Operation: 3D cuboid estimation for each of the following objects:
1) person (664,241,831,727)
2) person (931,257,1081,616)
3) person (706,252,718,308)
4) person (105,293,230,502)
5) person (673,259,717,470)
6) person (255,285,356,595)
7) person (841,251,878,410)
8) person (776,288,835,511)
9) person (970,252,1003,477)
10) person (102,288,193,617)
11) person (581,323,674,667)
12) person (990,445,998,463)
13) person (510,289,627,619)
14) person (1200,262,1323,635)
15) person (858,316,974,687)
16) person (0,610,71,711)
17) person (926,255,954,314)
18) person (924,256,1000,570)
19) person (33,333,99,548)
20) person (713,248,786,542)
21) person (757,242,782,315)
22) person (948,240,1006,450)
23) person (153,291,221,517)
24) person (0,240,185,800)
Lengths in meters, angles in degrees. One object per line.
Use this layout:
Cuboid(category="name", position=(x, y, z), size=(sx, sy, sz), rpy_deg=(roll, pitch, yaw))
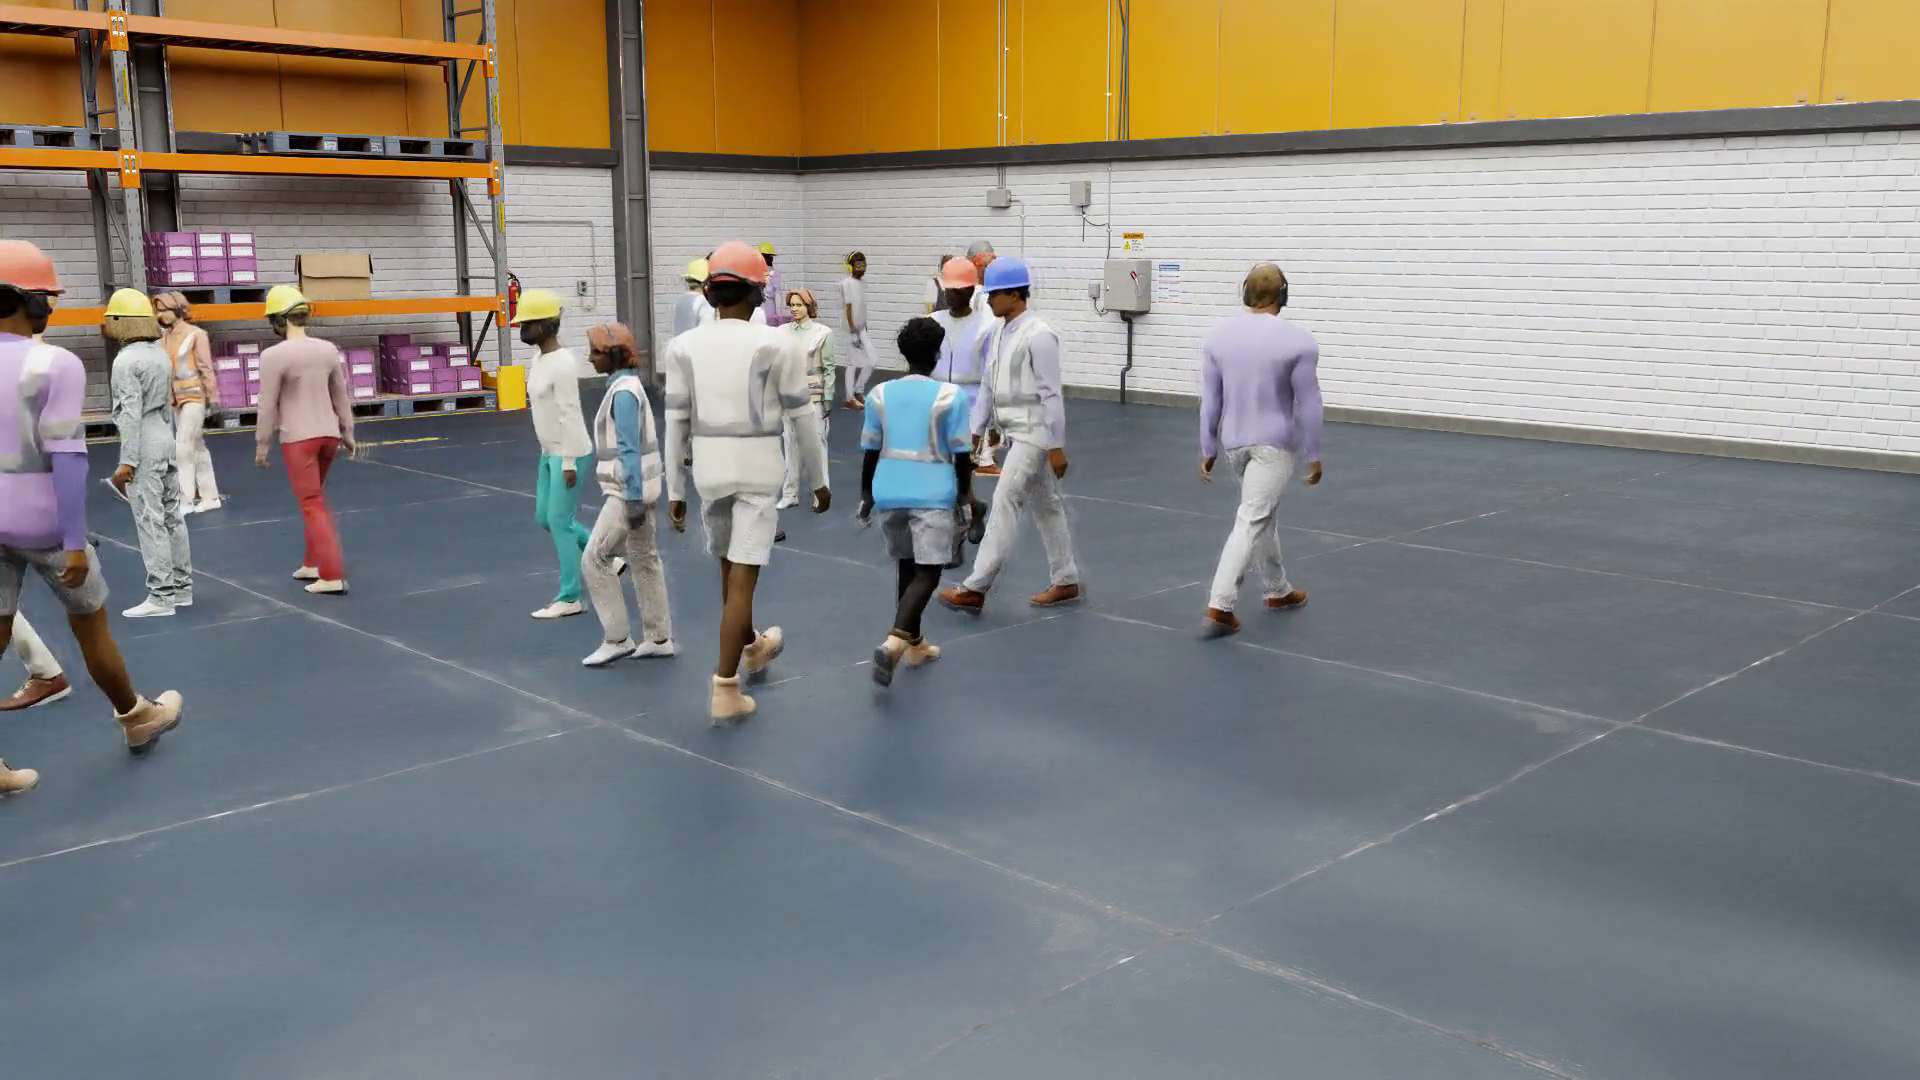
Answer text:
Cuboid(category="person", position=(-0.905, -0.268, 7.150), size=(0.633, 1.986, 1.049), rpy_deg=(3, 11, 18))
Cuboid(category="person", position=(0.242, -0.540, 8.868), size=(0.989, 1.893, 0.604), rpy_deg=(-3, 11, -17))
Cuboid(category="person", position=(-2.108, -1.701, 15.282), size=(0.842, 1.870, 0.612), rpy_deg=(-4, 11, -20))
Cuboid(category="person", position=(-6.057, -1.065, 12.573), size=(0.784, 1.603, 0.504), rpy_deg=(-6, 12, -30))
Cuboid(category="person", position=(-2.197, -1.505, 14.374), size=(0.817, 1.805, 0.629), rpy_deg=(-9, 14, -39))
Cuboid(category="person", position=(-3.762, -0.565, 9.427), size=(0.680, 1.733, 0.552), rpy_deg=(5, 12, 26))
Cuboid(category="person", position=(-1.193, -2.412, 19.259), size=(0.462, 1.839, 0.523), rpy_deg=(7, 12, 33))
Cuboid(category="person", position=(-1.155, -1.029, 12.250), size=(0.514, 1.641, 0.307), rpy_deg=(4, 11, 20))
Cuboid(category="person", position=(0.185, -1.477, 14.033), size=(0.358, 1.882, 0.574), rpy_deg=(-4, 11, -22))
Cuboid(category="person", position=(-4.358, -0.462, 8.875), size=(0.304, 1.743, 0.494), rpy_deg=(0, 10, -1))
Cuboid(category="person", position=(-1.619, -0.204, 7.793), size=(0.567, 1.613, 0.552), rpy_deg=(-2, 11, -9))
Cuboid(category="person", position=(0.138, -1.472, 14.679), size=(0.507, 1.633, 0.277), rpy_deg=(1, 10, 4))
Cuboid(category="person", position=(-2.093, -0.460, 8.851), size=(0.534, 1.744, 0.563), rpy_deg=(-6, 12, -30))
Cuboid(category="person", position=(1.534, -0.479, 8.587), size=(0.642, 1.886, 1.039), rpy_deg=(10, 14, 43))
Cuboid(category="person", position=(-0.241, -0.171, 7.513), size=(0.569, 1.665, 0.735), rpy_deg=(5, 12, 26))
Cuboid(category="person", position=(-4.276, -0.147, 6.957), size=(0.886, 1.827, 0.552), rpy_deg=(-8, 13, -37))
Cuboid(category="person", position=(-0.188, -2.527, 20.021), size=(0.515, 1.796, 0.978), rpy_deg=(-6, 12, -28))
Cuboid(category="person", position=(0.021, -0.813, 10.374), size=(0.551, 1.908, 0.864), rpy_deg=(4, 11, 22))
Cuboid(category="person", position=(-6.142, -0.860, 10.681), size=(1.002, 1.893, 0.547), rpy_deg=(0, 10, -1))
Cuboid(category="person", position=(-1.393, -0.948, 10.997), size=(0.368, 1.935, 0.552), rpy_deg=(-8, 13, -37))
Cuboid(category="person", position=(-2.700, -3.143, 23.005), size=(0.589, 1.923, 0.383), rpy_deg=(6, 12, 28))
Cuboid(category="person", position=(0.055, -1.841, 15.581), size=(0.970, 2.000, 0.695), rpy_deg=(-6, 12, -29))
Cuboid(category="person", position=(-5.627, -0.963, 11.933), size=(0.544, 1.611, 0.670), rpy_deg=(6, 12, 30))
Cuboid(category="person", position=(-3.372, -0.088, 6.141), size=(0.632, 1.990, 1.039), rpy_deg=(2, 11, 9))
